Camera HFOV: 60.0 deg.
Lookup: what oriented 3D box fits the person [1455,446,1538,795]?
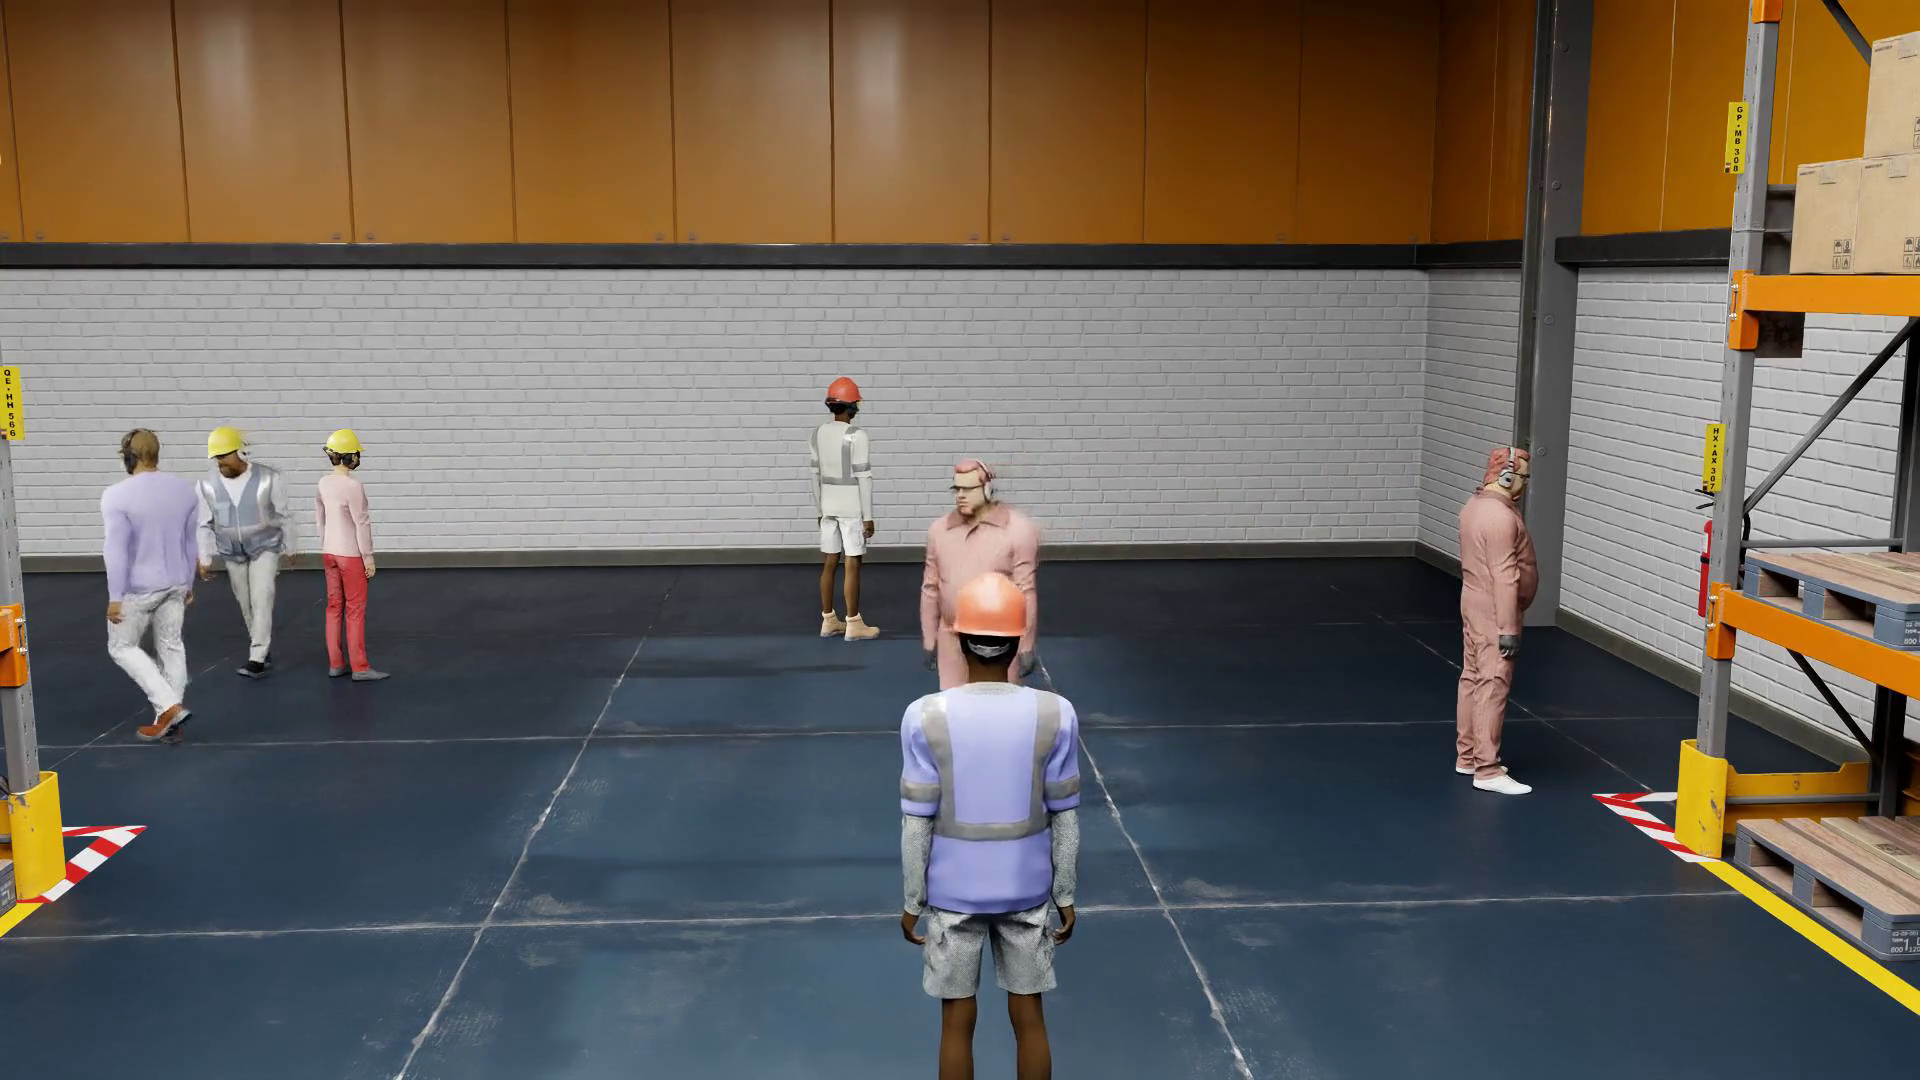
[{"bbox_3d":[2.968,0.432,9.185,0.408,1.903,0.638,0,9,1],"label":"person"}]

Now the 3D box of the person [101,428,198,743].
[{"bbox_3d":[-4.866,0.289,10.001,0.435,1.926,0.654,4,10,24],"label":"person"}]

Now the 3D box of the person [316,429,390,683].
[{"bbox_3d":[-4.271,0.110,11.625,0.523,1.769,0.315,6,11,35],"label":"person"}]

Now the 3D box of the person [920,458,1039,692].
[{"bbox_3d":[0.098,0.509,8.707,0.671,1.893,0.542,4,10,25],"label":"person"}]

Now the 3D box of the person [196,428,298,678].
[{"bbox_3d":[-5.042,0.090,11.725,0.639,1.773,0.866,-1,9,-8],"label":"person"}]

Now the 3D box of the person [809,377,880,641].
[{"bbox_3d":[-0.892,-0.240,12.943,0.612,2.048,0.363,8,12,40],"label":"person"}]

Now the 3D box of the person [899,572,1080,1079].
[{"bbox_3d":[0.088,1.059,5.130,0.552,1.935,0.367,-1,9,-6],"label":"person"}]
